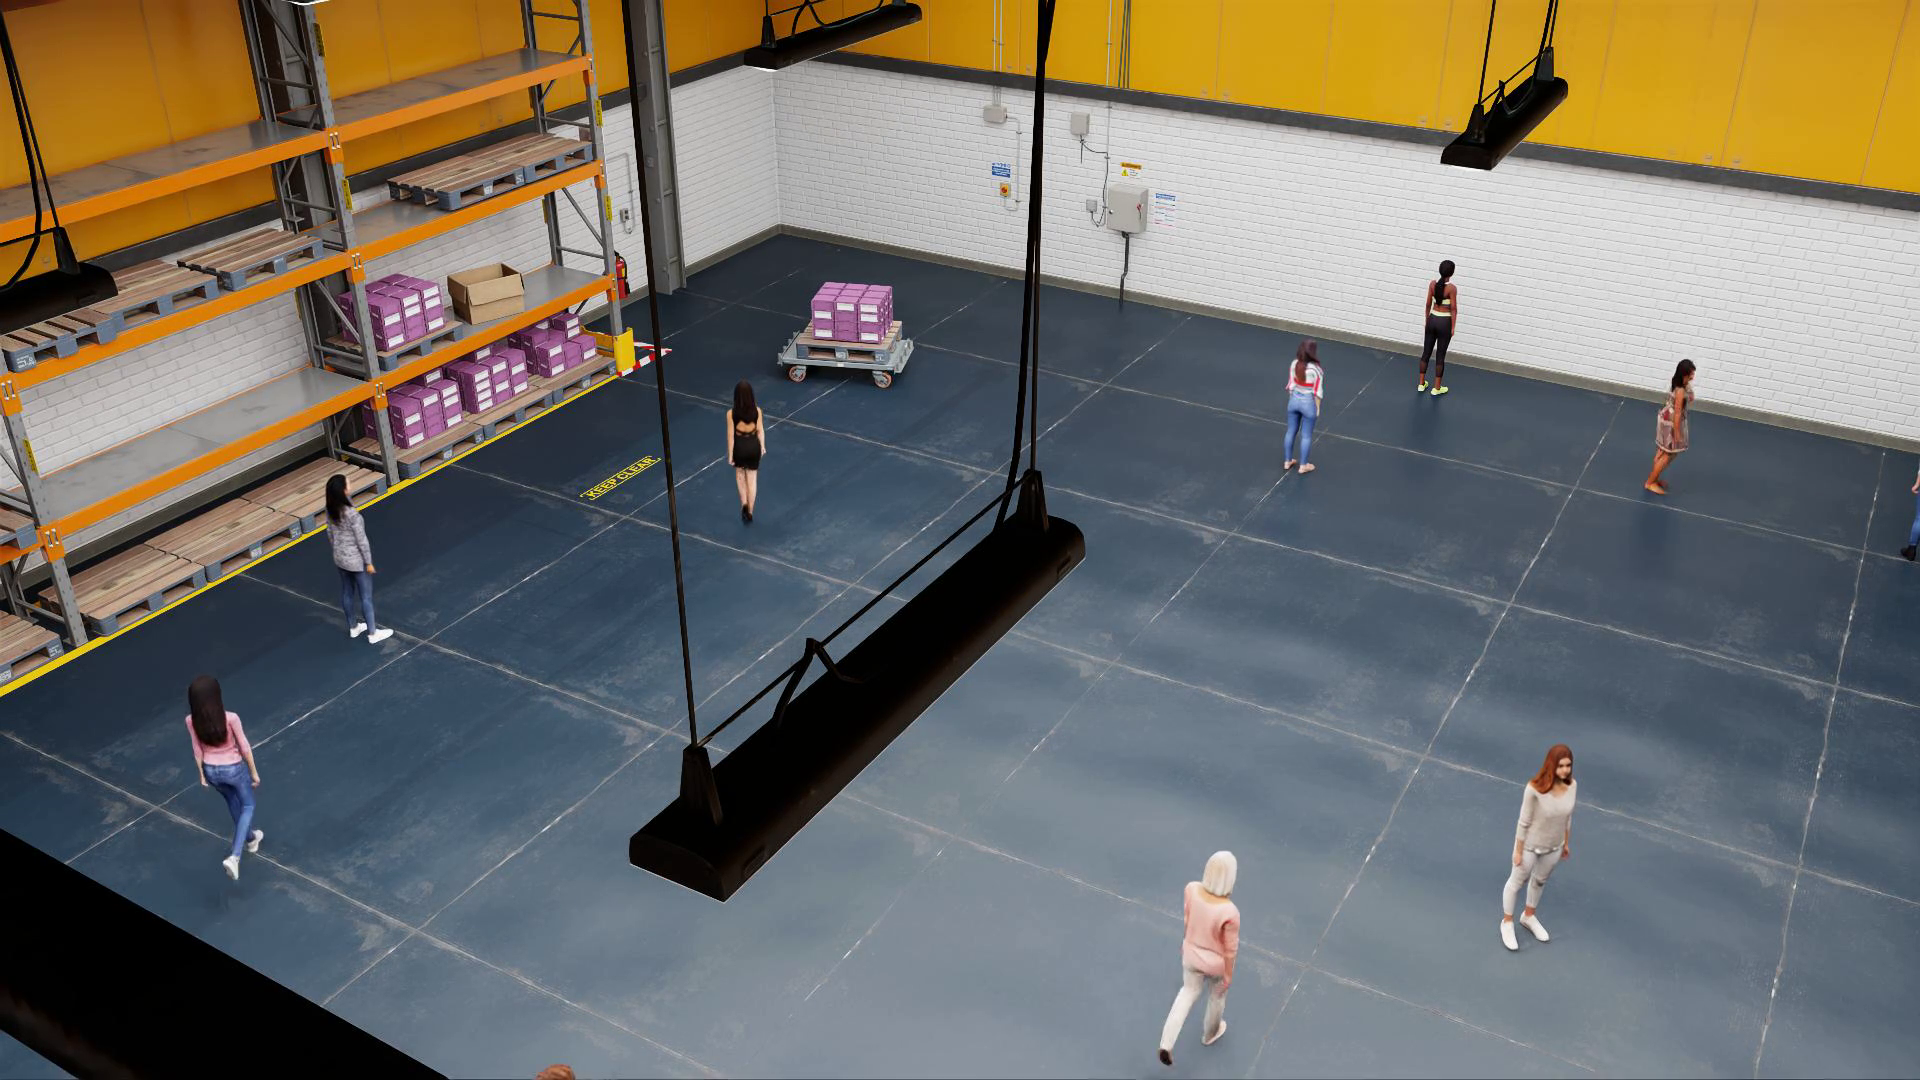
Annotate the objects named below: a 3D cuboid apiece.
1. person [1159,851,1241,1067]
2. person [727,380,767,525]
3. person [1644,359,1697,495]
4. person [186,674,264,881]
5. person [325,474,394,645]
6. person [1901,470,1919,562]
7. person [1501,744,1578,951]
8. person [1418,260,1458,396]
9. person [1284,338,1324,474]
[{"bbox_3d":[1.595,2.797,11.038,0.717,1.711,0.995,24,36,36],"label":"person"},{"bbox_3d":[-2.286,-0.897,17.893,0.709,1.631,0.767,-6,29,-10],"label":"person"},{"bbox_3d":[8.011,-1.326,18.687,0.793,1.624,0.638,-1,29,-1],"label":"person"},{"bbox_3d":[-5.670,1.828,12.800,0.920,1.724,1.067,-2,29,-4],"label":"person"},{"bbox_3d":[-5.798,0.168,15.835,0.605,1.732,0.517,16,32,27],"label":"person"},{"bbox_3d":[10.146,-0.536,17.228,0.666,1.635,0.627,5,29,9],"label":"person"},{"bbox_3d":[4.223,2.199,12.132,0.693,1.713,0.750,-7,29,-12],"label":"person"},{"bbox_3d":[6.063,-2.701,21.072,0.593,1.755,0.569,23,36,35],"label":"person"},{"bbox_3d":[3.943,-1.559,19.125,0.622,1.613,0.565,23,36,35],"label":"person"}]
